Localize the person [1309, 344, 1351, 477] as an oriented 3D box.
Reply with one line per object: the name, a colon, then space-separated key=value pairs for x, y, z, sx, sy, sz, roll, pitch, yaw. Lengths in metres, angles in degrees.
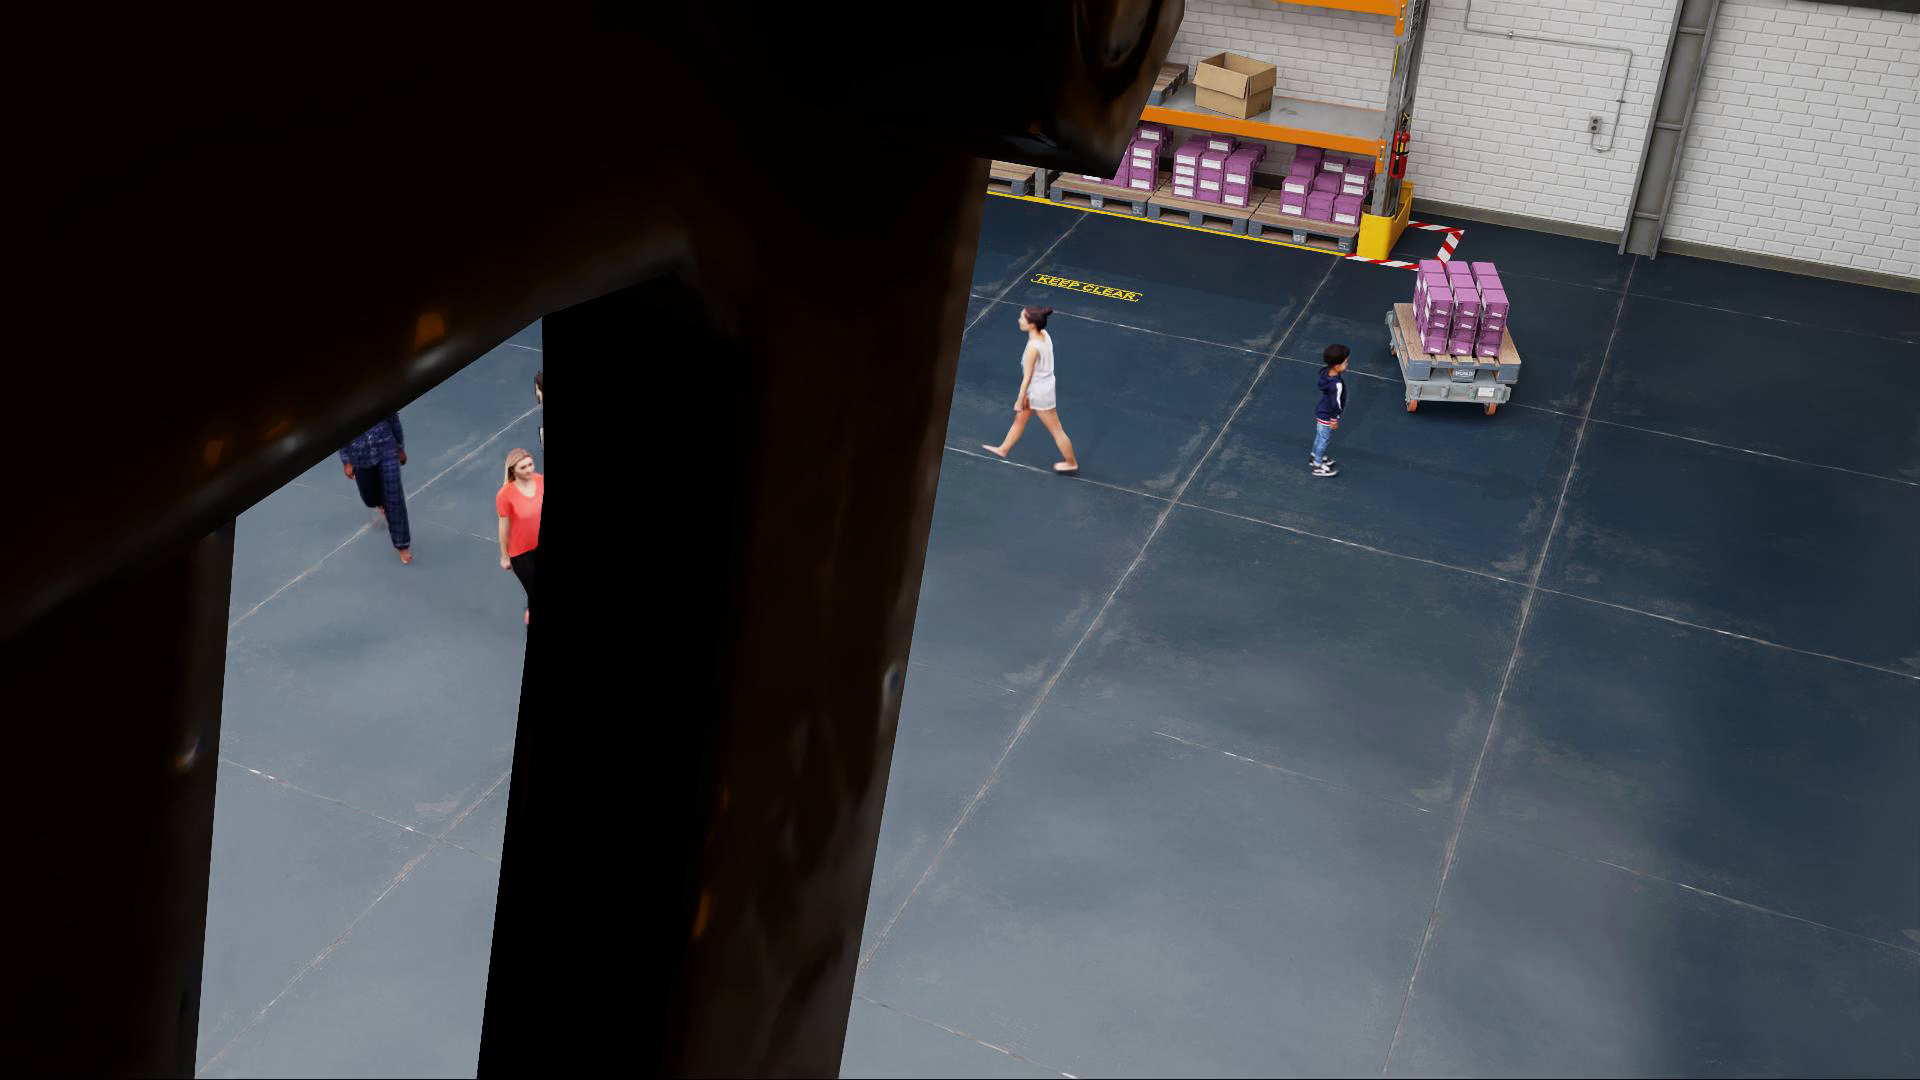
person: x=3.180 y=-1.132 z=14.366 sx=0.582 sy=1.222 sz=0.581 roll=1 pitch=34 yaw=1

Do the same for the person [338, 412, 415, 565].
person: x=-4.677 y=-0.714 z=13.222 sx=1.045 sy=1.792 sz=1.120 roll=-14 pitch=36 yaw=-20

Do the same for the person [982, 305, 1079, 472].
person: x=0.759 y=-1.247 z=14.237 sx=1.139 sy=1.557 sz=0.712 roll=8 pitch=34 yaw=12
